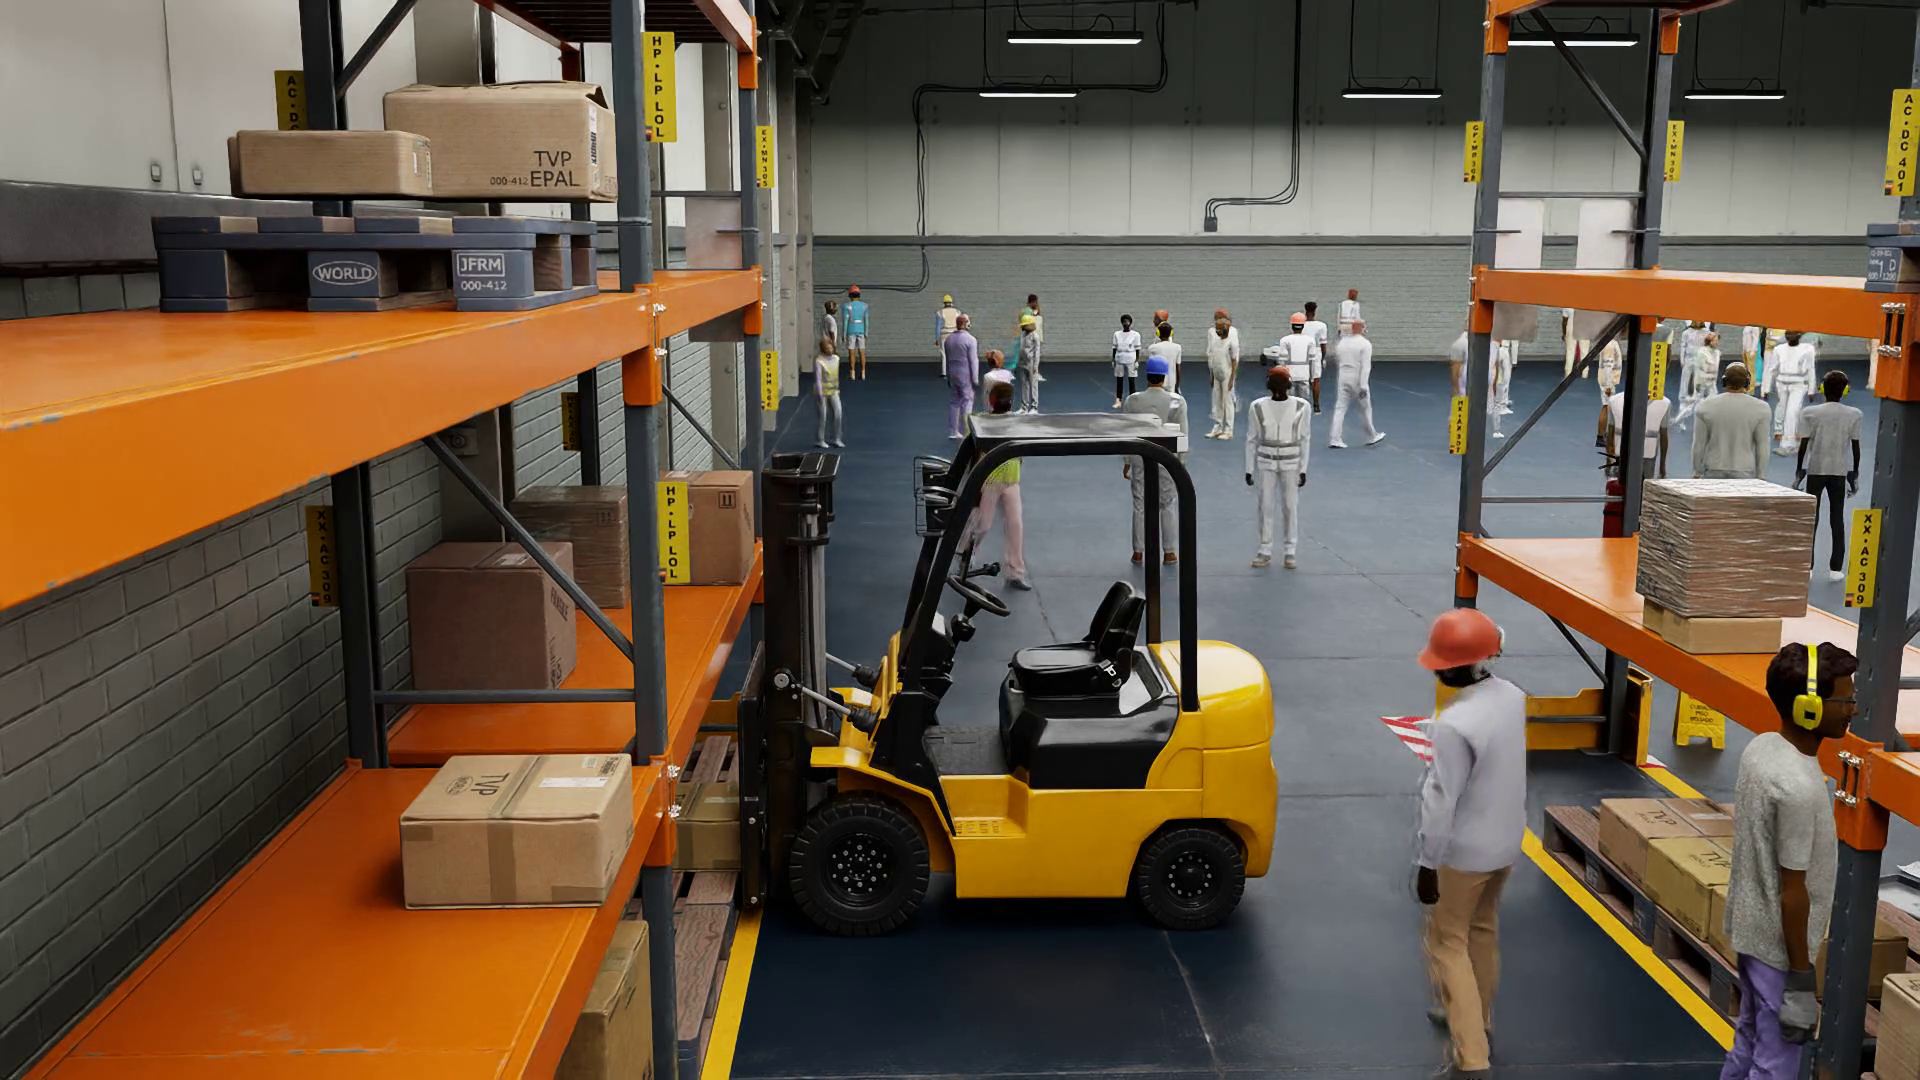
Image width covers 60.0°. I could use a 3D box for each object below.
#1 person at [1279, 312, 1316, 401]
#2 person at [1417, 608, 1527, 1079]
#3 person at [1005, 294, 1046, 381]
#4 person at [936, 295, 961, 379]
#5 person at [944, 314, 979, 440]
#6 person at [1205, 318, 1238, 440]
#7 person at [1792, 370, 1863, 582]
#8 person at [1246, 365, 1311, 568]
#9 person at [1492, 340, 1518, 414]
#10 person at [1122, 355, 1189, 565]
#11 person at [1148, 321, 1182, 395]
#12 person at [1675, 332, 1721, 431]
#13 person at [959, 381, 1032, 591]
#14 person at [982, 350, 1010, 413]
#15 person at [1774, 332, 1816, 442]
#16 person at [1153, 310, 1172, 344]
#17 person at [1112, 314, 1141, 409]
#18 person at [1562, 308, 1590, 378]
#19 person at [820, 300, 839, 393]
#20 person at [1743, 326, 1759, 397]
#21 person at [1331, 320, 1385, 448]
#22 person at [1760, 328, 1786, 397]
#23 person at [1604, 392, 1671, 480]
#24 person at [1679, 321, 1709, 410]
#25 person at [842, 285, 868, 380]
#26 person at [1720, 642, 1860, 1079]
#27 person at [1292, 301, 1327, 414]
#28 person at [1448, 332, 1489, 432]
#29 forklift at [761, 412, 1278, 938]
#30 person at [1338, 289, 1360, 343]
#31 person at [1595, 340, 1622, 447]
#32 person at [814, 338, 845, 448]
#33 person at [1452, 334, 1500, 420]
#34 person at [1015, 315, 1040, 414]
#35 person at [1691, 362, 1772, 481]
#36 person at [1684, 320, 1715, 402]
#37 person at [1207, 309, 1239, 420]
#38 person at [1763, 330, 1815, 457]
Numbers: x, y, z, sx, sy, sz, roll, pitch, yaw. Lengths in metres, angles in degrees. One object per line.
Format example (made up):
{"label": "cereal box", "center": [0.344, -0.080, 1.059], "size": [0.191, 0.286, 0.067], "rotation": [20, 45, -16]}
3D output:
{"label": "person", "center": [5.034, -2.436, 24.920], "size": [0.551, 1.935, 0.371], "rotation": [0, 10, -3]}
{"label": "person", "center": [1.863, 1.076, 5.976], "size": [0.490, 1.724, 0.663], "rotation": [10, 14, 44]}
{"label": "person", "center": [1.420, -4.350, 35.840], "size": [0.815, 1.853, 0.612], "rotation": [2, 10, 9]}
{"label": "person", "center": [-0.258, -4.436, 36.383], "size": [0.587, 1.821, 0.404], "rotation": [-3, 11, -18]}
{"label": "person", "center": [0.049, -2.446, 25.095], "size": [0.400, 1.900, 0.646], "rotation": [-9, 14, -41]}
{"label": "person", "center": [3.976, -2.429, 25.158], "size": [0.343, 1.840, 0.507], "rotation": [-6, 12, -30]}
{"label": "person", "center": [7.652, -0.566, 14.691], "size": [0.528, 1.869, 0.313], "rotation": [4, 11, 21]}
{"label": "person", "center": [2.910, -0.668, 15.256], "size": [0.577, 1.876, 0.346], "rotation": [3, 11, 15]}
{"label": "person", "center": [9.433, -3.147, 28.970], "size": [0.387, 1.911, 0.585], "rotation": [-8, 13, -37]}
{"label": "person", "center": [1.804, -0.733, 15.398], "size": [0.614, 1.946, 0.389], "rotation": [2, 10, 8]}
{"label": "person", "center": [2.892, -2.168, 23.615], "size": [0.513, 1.872, 0.328], "rotation": [-2, 10, -12]}
{"label": "person", "center": [11.489, -2.426, 25.769], "size": [0.542, 1.613, 0.660], "rotation": [-5, 11, -25]}
{"label": "person", "center": [0.292, -0.501, 14.522], "size": [0.578, 1.810, 0.916], "rotation": [-7, 12, -33]}
{"label": "person", "center": [0.450, -1.573, 20.934], "size": [0.307, 1.643, 0.514], "rotation": [7, 12, 34]}
{"label": "person", "center": [12.503, -2.434, 24.903], "size": [0.635, 1.937, 0.355], "rotation": [-3, 11, -17]}
{"label": "person", "center": [3.278, -2.789, 27.035], "size": [0.357, 1.883, 0.573], "rotation": [2, 10, 11]}
{"label": "person", "center": [2.960, -3.179, 29.725], "size": [0.541, 1.696, 0.315], "rotation": [5, 11, 26]}
{"label": "person", "center": [13.630, -4.602, 36.696], "size": [0.674, 2.000, 0.537], "rotation": [3, 11, 18]}
{"label": "person", "center": [-2.579, -3.797, 32.801], "size": [0.341, 1.838, 0.501], "rotation": [-5, 11, -27]}
{"label": "person", "center": [15.229, -3.644, 32.132], "size": [0.324, 1.765, 0.534], "rotation": [2, 10, 9]}
{"label": "person", "center": [5.791, -2.269, 24.237], "size": [1.023, 1.845, 0.661], "rotation": [-8, 13, -36]}
{"label": "person", "center": [15.702, -3.645, 31.942], "size": [0.622, 1.837, 0.429], "rotation": [3, 11, 18]}
{"label": "person", "center": [6.469, -0.773, 15.920], "size": [0.570, 1.842, 0.378], "rotation": [5, 11, 24]}
{"label": "person", "center": [13.092, -3.187, 29.644], "size": [0.487, 1.744, 0.294], "rotation": [2, 10, 11]}
{"label": "person", "center": [-2.294, -4.501, 36.128], "size": [0.614, 2.041, 0.389], "rotation": [-6, 12, -29]}
{"label": "person", "center": [2.398, 1.203, 4.833], "size": [0.321, 1.871, 0.532], "rotation": [2, 10, 12]}
{"label": "person", "center": [6.067, -3.162, 28.919], "size": [0.610, 1.957, 0.374], "rotation": [4, 11, 24]}
{"label": "person", "center": [7.951, -2.614, 25.836], "size": [0.762, 1.968, 0.624], "rotation": [-3, 11, -17]}
{"label": "forklift", "center": [0.291, 0.548, 7.580], "size": [2.313, 2.155, 1.214], "rotation": [0, 10, -2]}
{"label": "person", "center": [9.274, -5.052, 39.688], "size": [0.389, 1.876, 0.602], "rotation": [-10, 14, -44]}
{"label": "person", "center": [9.493, -2.303, 24.217], "size": [0.393, 1.927, 0.550], "rotation": [5, 11, 25]}
{"label": "person", "center": [-1.902, -2.104, 23.973], "size": [0.599, 1.601, 0.540], "rotation": [10, 14, 44]}
{"label": "person", "center": [7.284, -2.243, 23.555], "size": [0.697, 2.000, 0.703], "rotation": [-2, 10, -9]}
{"label": "person", "center": [1.160, -3.017, 28.720], "size": [0.309, 1.735, 0.484], "rotation": [-8, 13, -39]}
{"label": "person", "center": [6.777, -0.594, 14.654], "size": [0.635, 1.939, 0.366], "rotation": [6, 12, 29]}
{"label": "person", "center": [13.778, -3.509, 31.007], "size": [0.409, 1.907, 0.595], "rotation": [-5, 11, -27]}
{"label": "person", "center": [4.441, -2.965, 28.056], "size": [0.592, 1.866, 0.594], "rotation": [8, 13, 36]}
{"label": "person", "center": [11.544, -2.087, 23.236], "size": [0.927, 1.839, 0.607], "rotation": [-7, 13, -35]}
